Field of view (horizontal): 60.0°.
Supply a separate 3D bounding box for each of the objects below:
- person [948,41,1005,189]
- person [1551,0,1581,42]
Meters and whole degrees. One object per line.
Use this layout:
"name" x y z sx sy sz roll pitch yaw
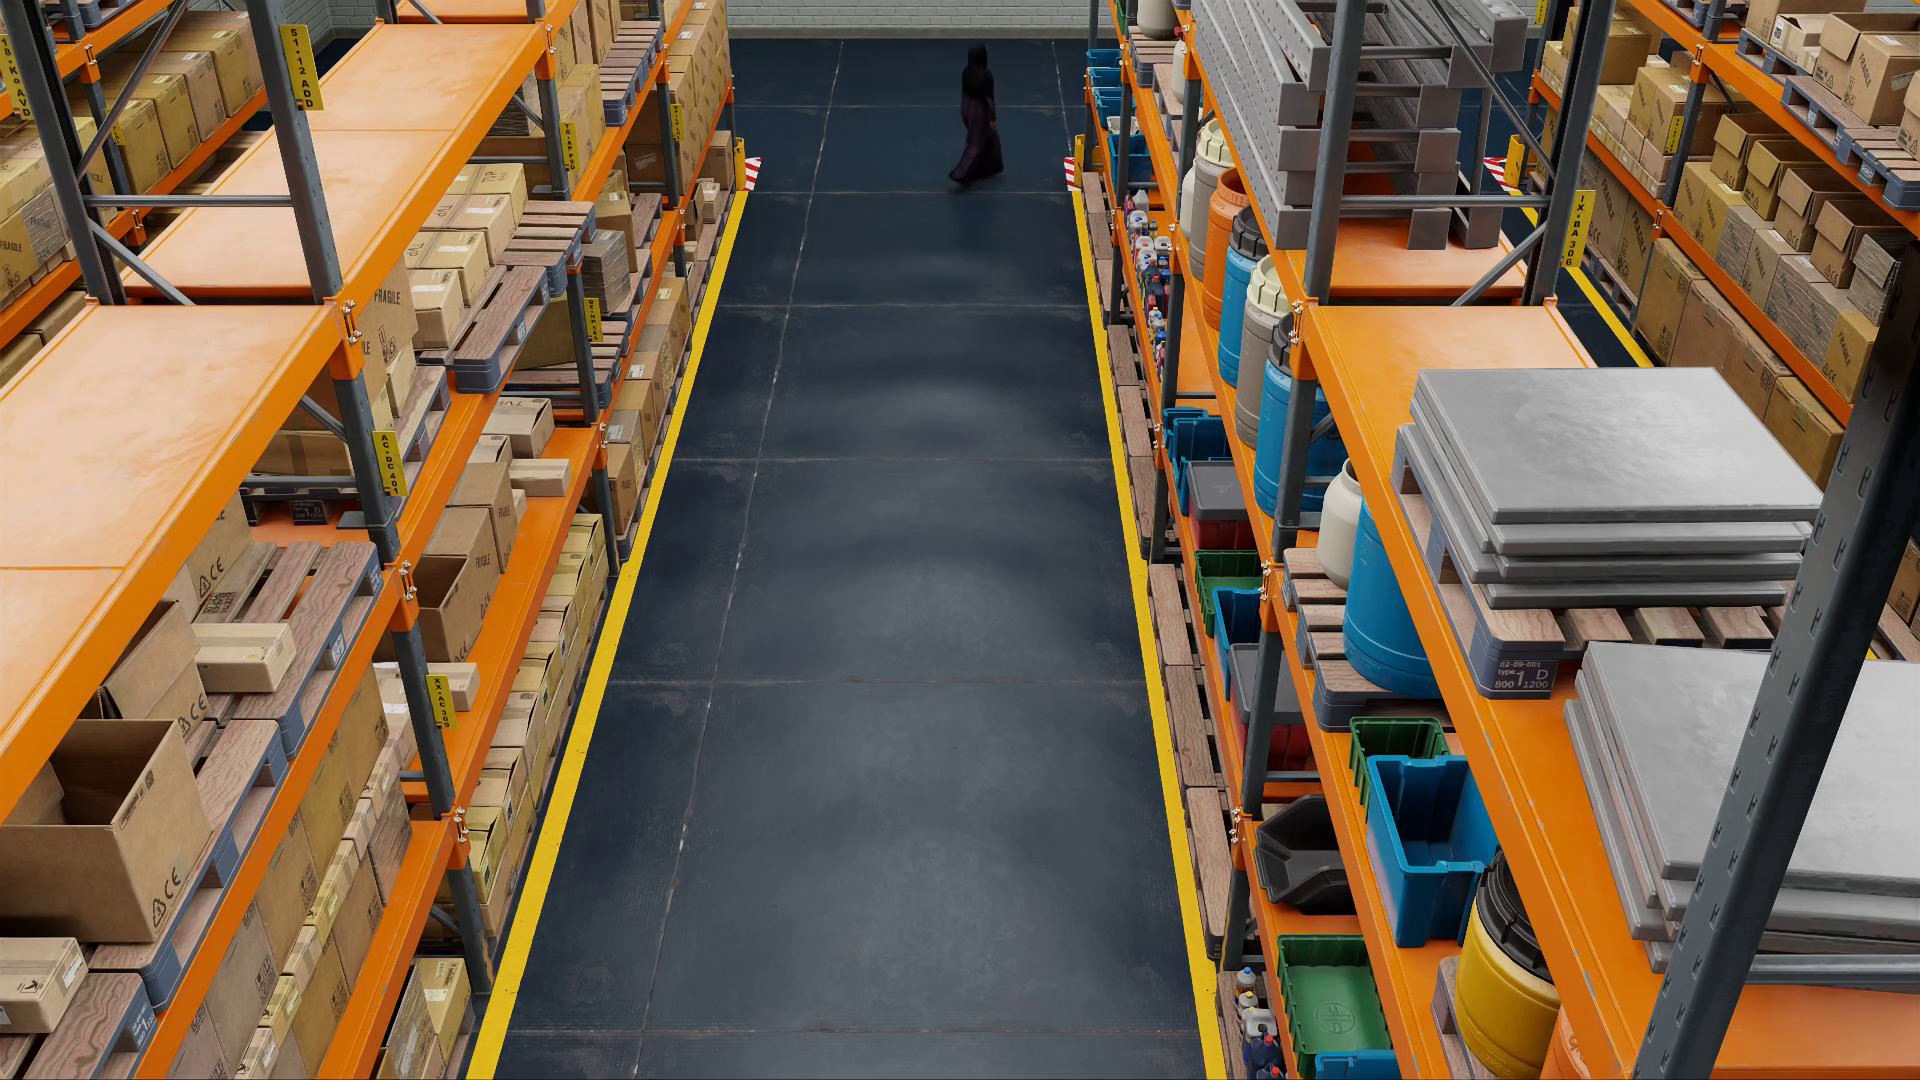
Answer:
"person" 0.146 -4.753 18.628 1.107 1.600 1.093 -24 40 -32
"person" 7.940 -7.010 21.855 0.819 1.865 0.640 -10 34 -15
